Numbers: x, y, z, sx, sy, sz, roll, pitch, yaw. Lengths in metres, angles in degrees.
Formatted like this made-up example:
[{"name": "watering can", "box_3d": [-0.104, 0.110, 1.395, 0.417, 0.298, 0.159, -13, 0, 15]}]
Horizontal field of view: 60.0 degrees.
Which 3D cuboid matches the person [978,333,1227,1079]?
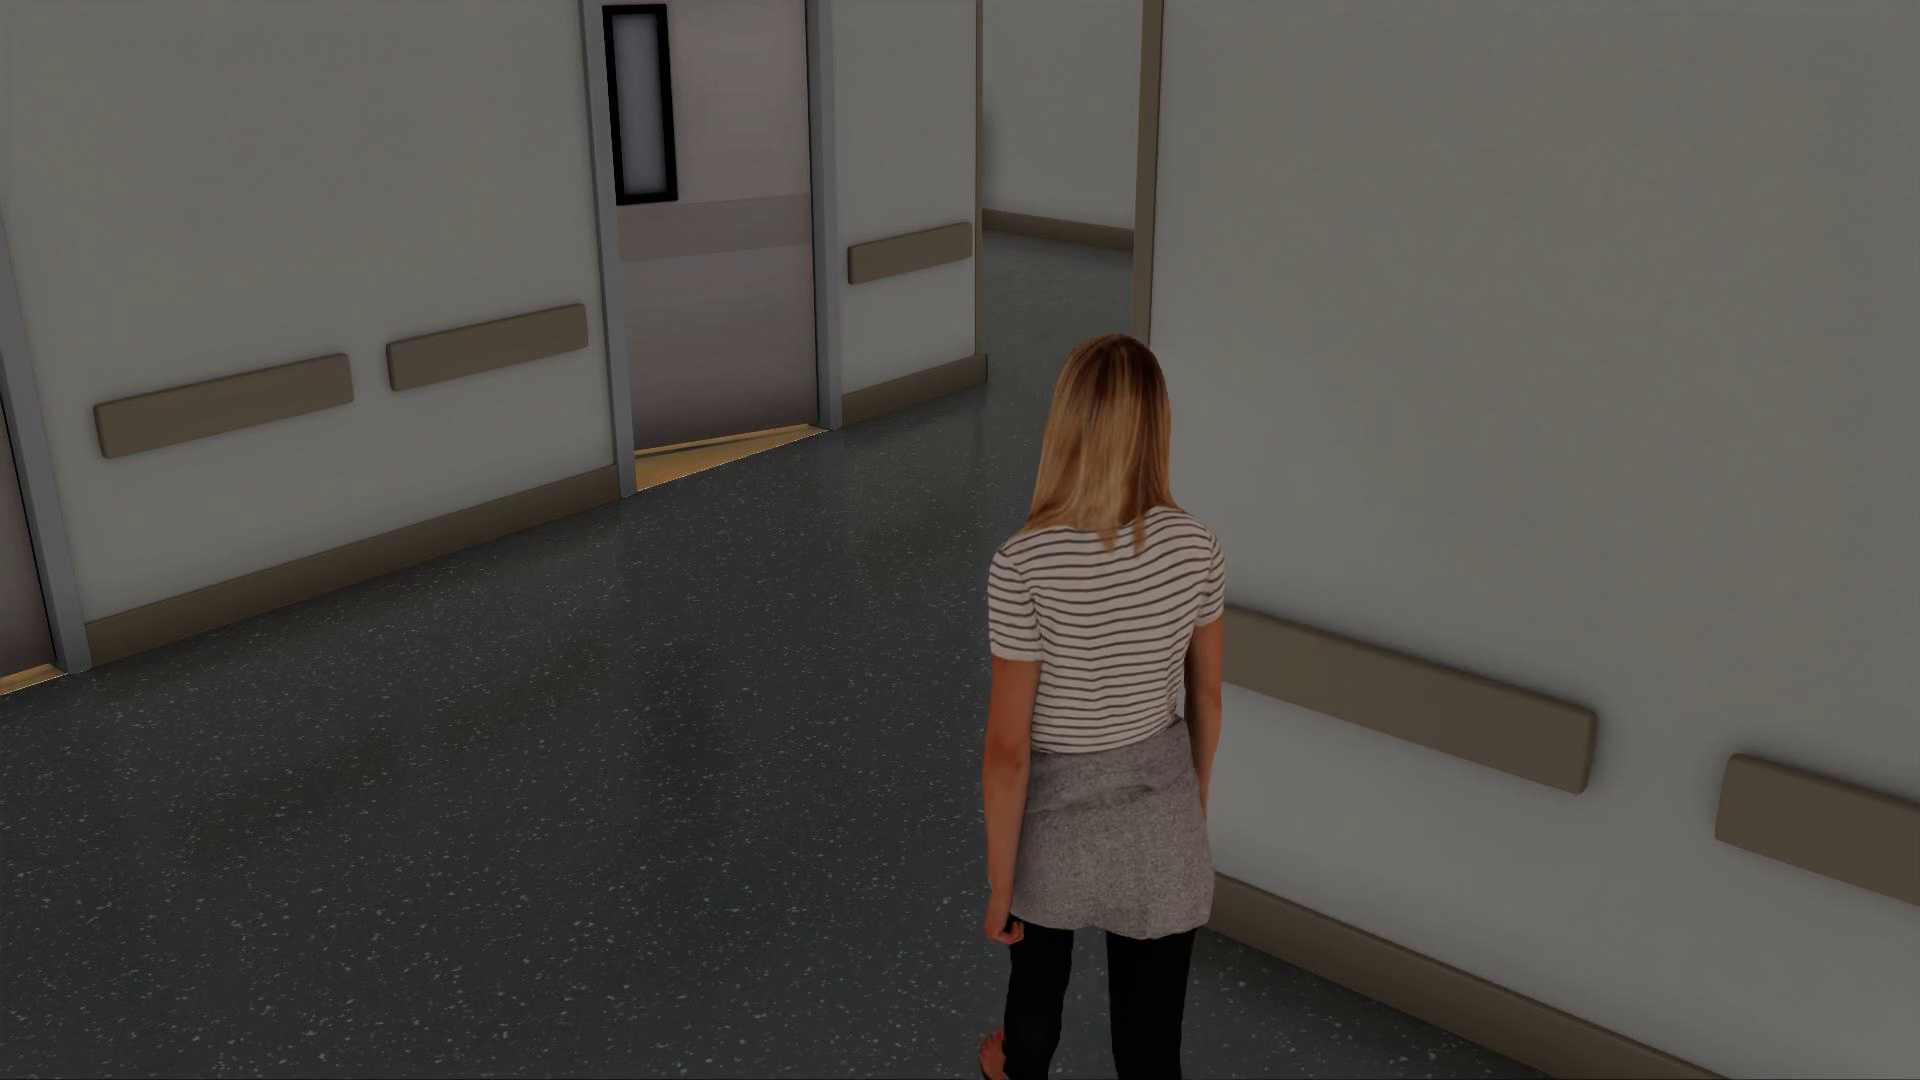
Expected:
[{"name": "person", "box_3d": [0.275, 0.595, 2.835, 1.198, 1.773, 1.156, -5, 21, -13]}]
